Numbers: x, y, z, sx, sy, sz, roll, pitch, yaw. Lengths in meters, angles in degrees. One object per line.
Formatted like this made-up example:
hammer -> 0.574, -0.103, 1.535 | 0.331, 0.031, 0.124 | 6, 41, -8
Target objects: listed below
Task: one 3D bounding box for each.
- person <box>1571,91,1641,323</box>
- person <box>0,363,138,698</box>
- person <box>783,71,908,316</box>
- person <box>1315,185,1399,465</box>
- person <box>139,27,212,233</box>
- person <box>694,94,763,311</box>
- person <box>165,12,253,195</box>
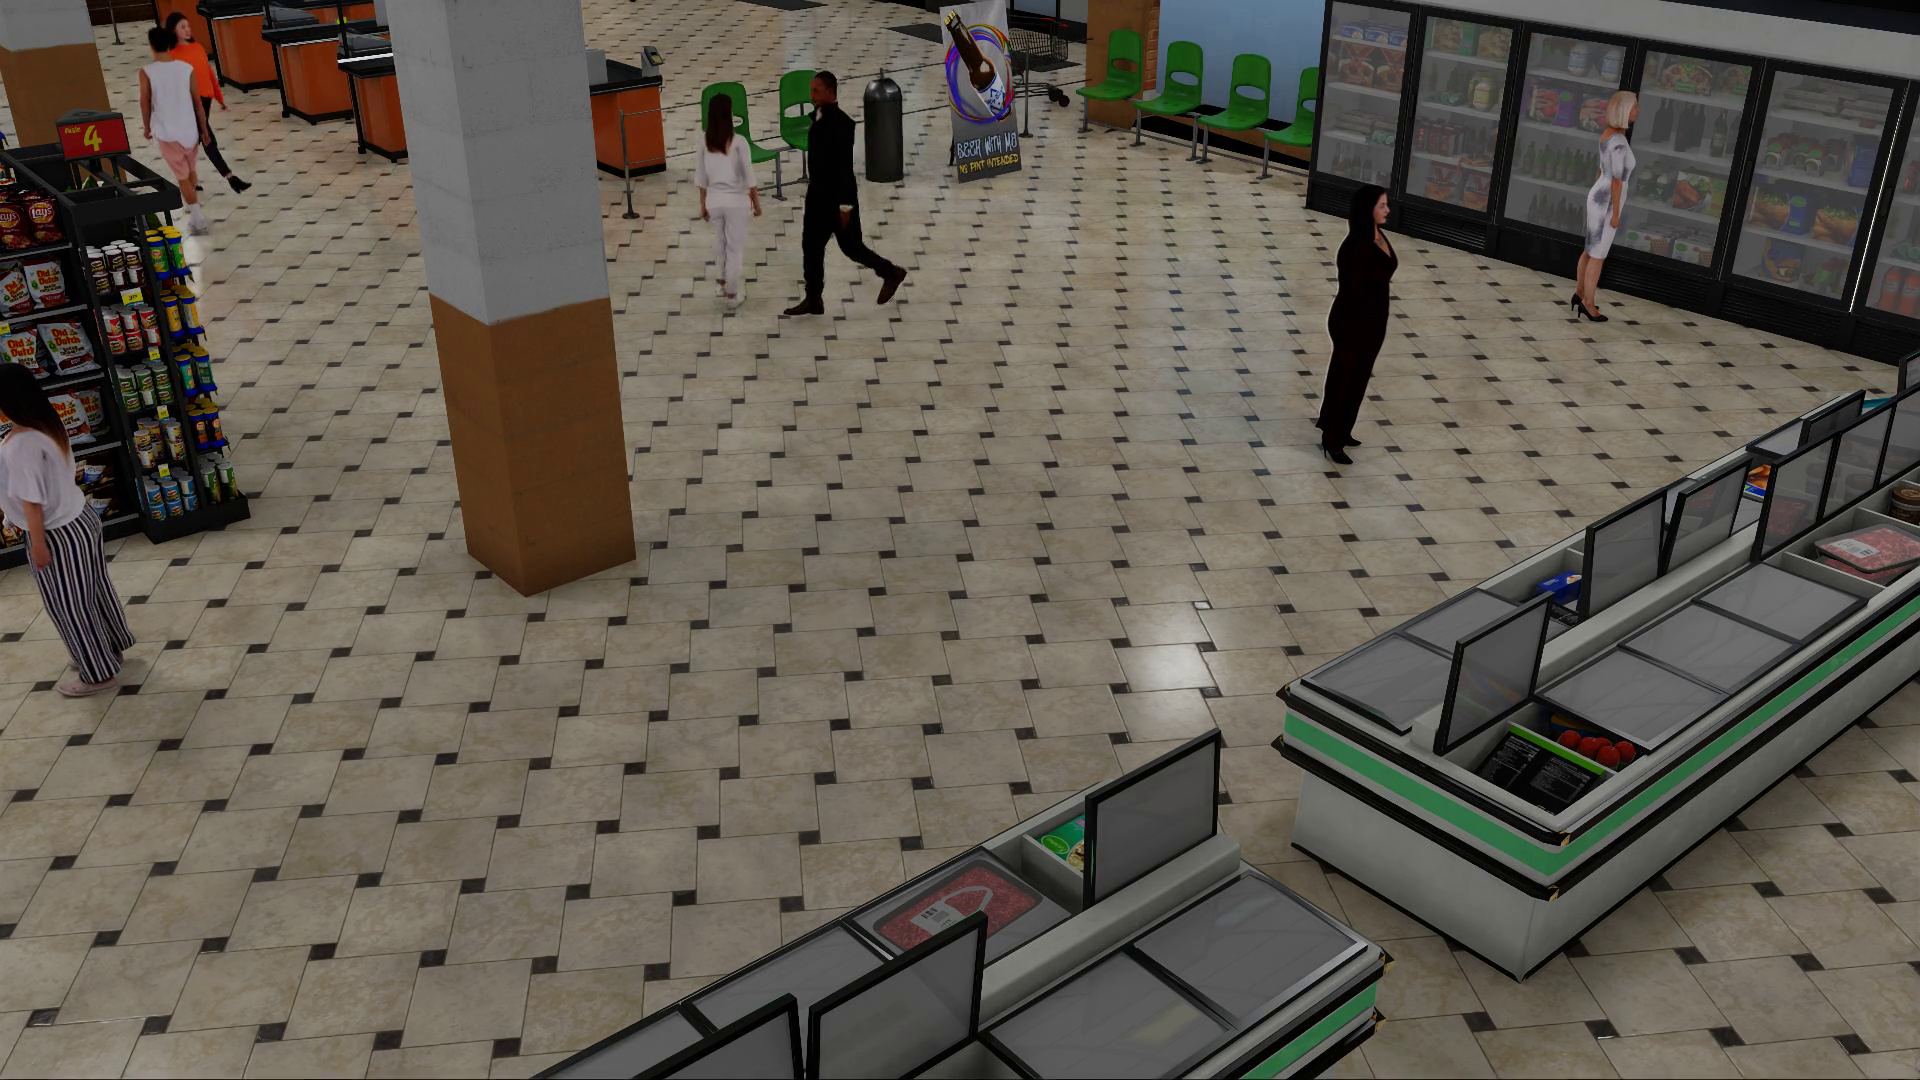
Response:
person -> 4.959, -2.570, 12.783 | 0.692, 1.752, 0.631 | 2, 27, 5
person -> -4.293, -0.060, 7.915 | 0.779, 1.680, 0.776 | -6, 28, -12
person -> -0.874, -2.628, 12.770 | 1.301, 1.868, 0.864 | -15, 30, -26
person -> 2.470, -1.353, 10.378 | 0.827, 1.757, 0.713 | 10, 29, 19
person -> -6.973, -3.620, 14.860 | 0.983, 1.747, 0.718 | -23, 35, -38
person -> -1.827, -2.596, 12.918 | 0.711, 1.678, 0.738 | 9, 28, 17
person -> -7.404, -4.146, 15.948 | 1.075, 1.700, 1.174 | 9, 28, 17
